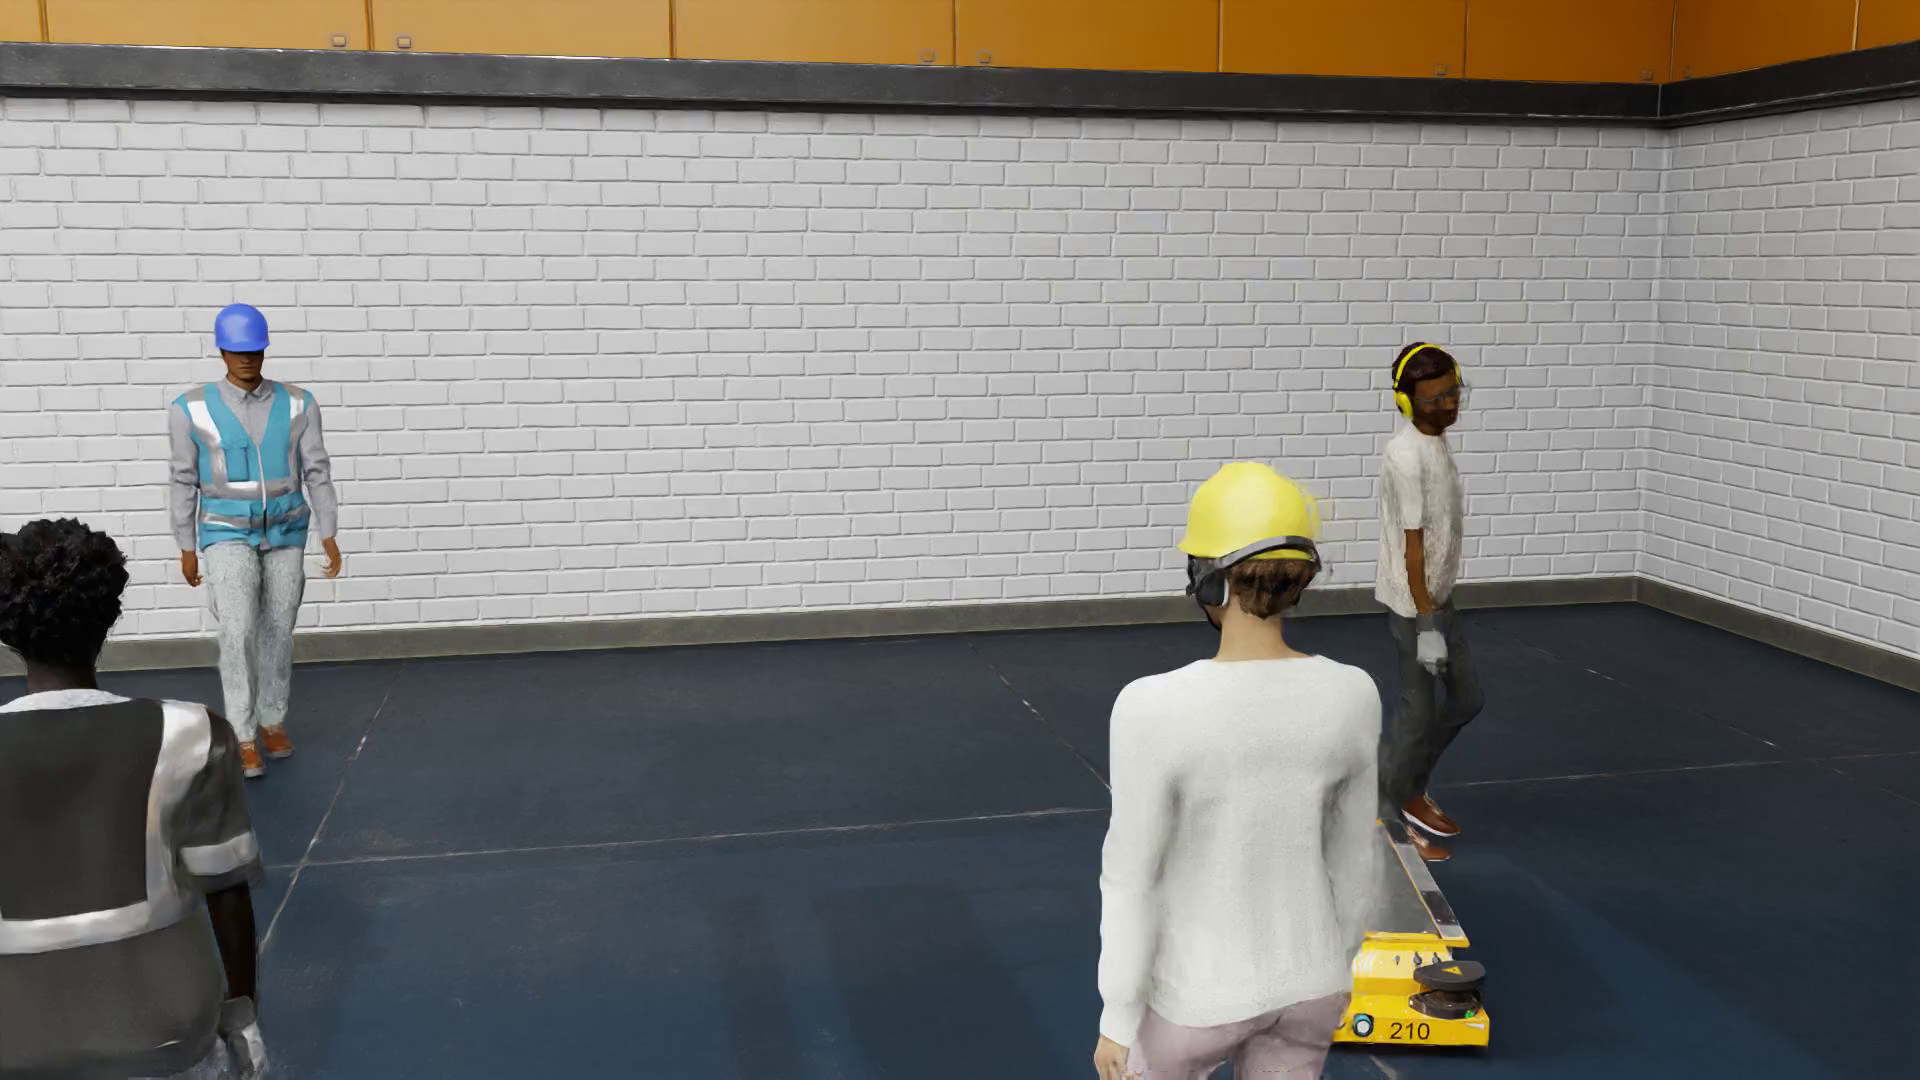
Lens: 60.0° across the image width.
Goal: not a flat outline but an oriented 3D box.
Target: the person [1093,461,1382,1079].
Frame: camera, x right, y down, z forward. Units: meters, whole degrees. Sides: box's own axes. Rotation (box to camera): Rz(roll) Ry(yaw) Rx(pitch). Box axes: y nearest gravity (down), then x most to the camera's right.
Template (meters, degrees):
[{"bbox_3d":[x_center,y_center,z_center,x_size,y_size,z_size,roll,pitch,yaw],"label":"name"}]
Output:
[{"bbox_3d":[0.456,0.739,2.835,0.550,1.751,0.363,-4,10,-22],"label":"person"}]

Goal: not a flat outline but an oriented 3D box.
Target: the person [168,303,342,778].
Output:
[{"bbox_3d":[-2.859,0.003,6.831,0.611,1.923,0.728,-7,12,-38],"label":"person"}]

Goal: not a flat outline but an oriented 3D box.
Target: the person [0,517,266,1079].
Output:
[{"bbox_3d":[-1.453,0.793,2.762,0.550,1.666,0.736,-5,11,-30],"label":"person"}]

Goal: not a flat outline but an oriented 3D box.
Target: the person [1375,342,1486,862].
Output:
[{"bbox_3d":[1.604,0.232,5.728,0.386,1.827,0.629,6,11,31],"label":"person"}]
